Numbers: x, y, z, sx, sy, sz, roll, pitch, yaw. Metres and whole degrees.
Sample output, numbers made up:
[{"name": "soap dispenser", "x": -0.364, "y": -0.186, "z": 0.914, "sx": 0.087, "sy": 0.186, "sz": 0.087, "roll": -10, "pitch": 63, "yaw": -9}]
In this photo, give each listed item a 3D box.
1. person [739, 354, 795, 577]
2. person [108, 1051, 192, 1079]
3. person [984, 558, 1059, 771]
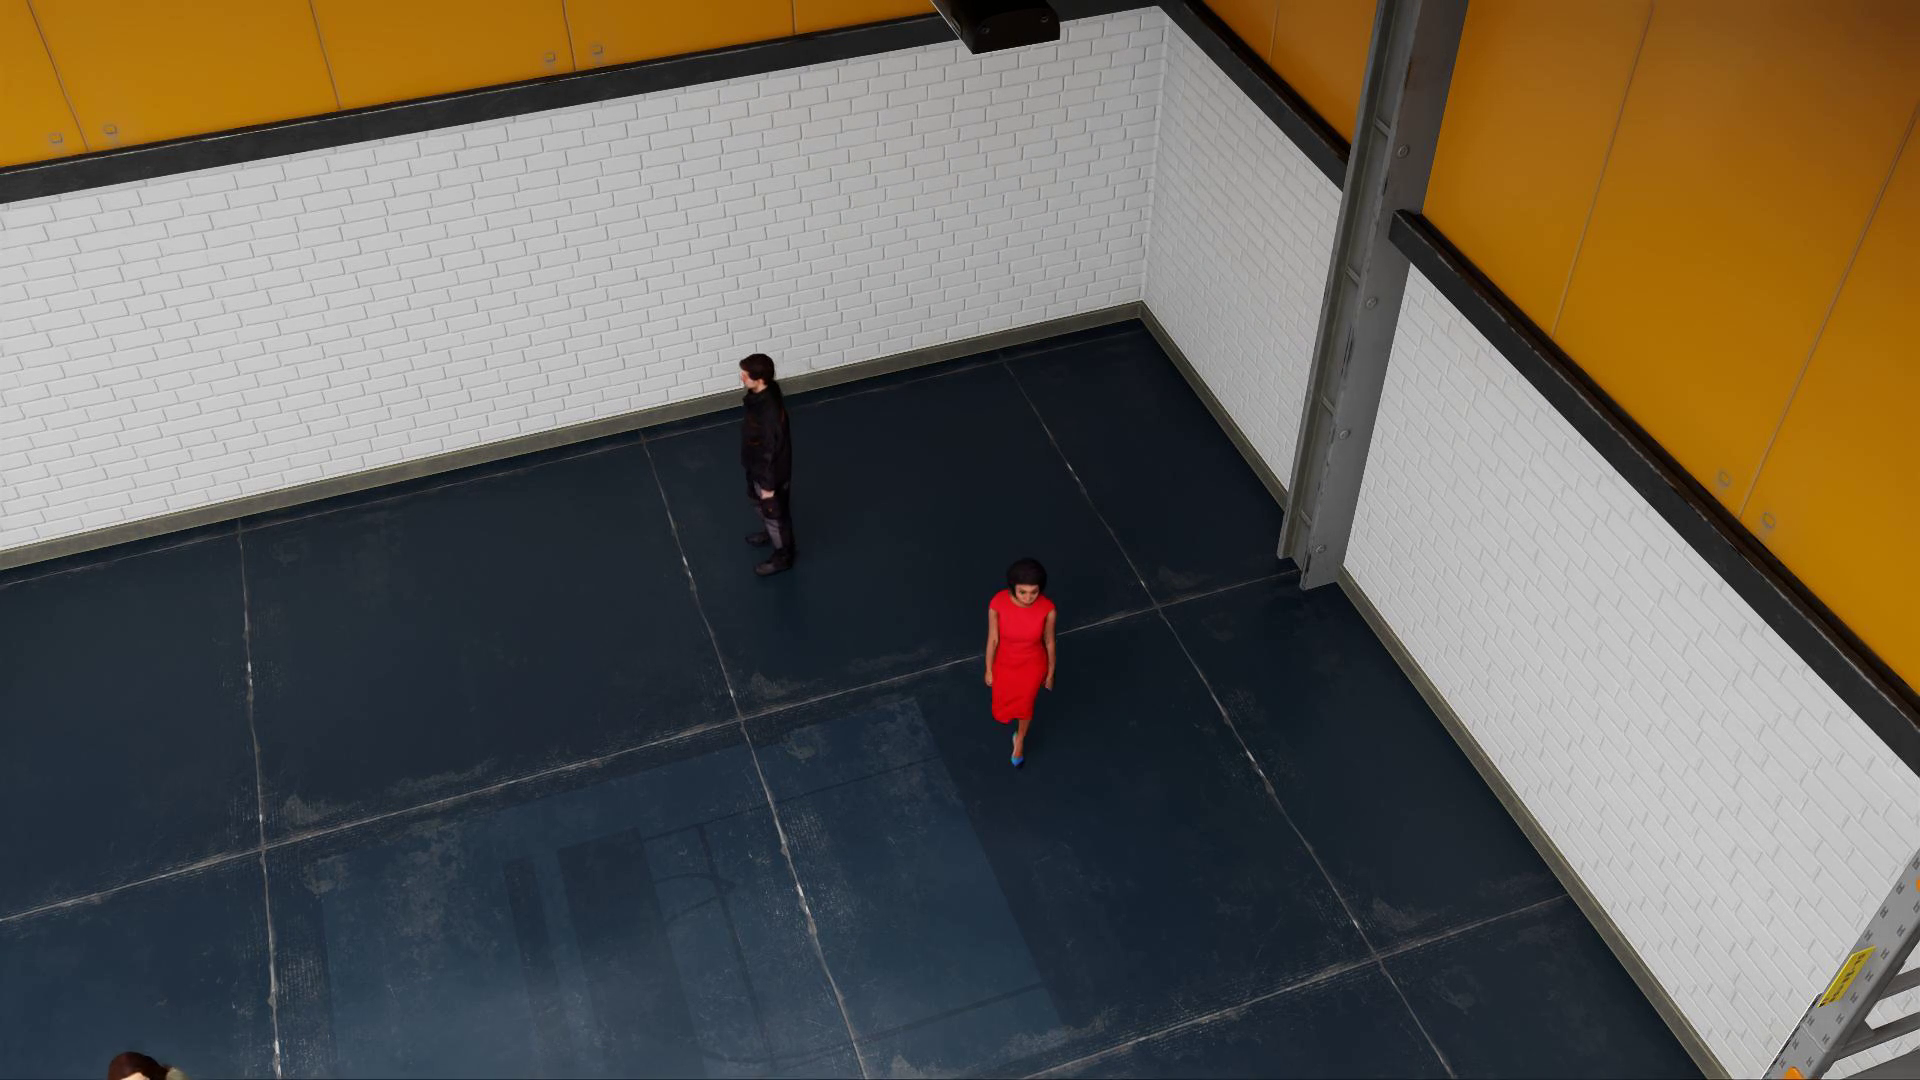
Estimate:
[{"name": "person", "x": -1.273, "y": -0.509, "z": 11.322, "sx": 0.775, "sy": 1.839, "sz": 0.521, "roll": -12, "pitch": 45, "yaw": -12}, {"name": "person", "x": -3.837, "y": 2.854, "z": 8.074, "sx": 0.779, "sy": 1.451, "sz": 0.936, "roll": -30, "pitch": 51, "yaw": -27}, {"name": "person", "x": 0.361, "y": 0.708, "z": 10.124, "sx": 0.730, "sy": 1.731, "sz": 0.820, "roll": 2, "pitch": 44, "yaw": 3}]
